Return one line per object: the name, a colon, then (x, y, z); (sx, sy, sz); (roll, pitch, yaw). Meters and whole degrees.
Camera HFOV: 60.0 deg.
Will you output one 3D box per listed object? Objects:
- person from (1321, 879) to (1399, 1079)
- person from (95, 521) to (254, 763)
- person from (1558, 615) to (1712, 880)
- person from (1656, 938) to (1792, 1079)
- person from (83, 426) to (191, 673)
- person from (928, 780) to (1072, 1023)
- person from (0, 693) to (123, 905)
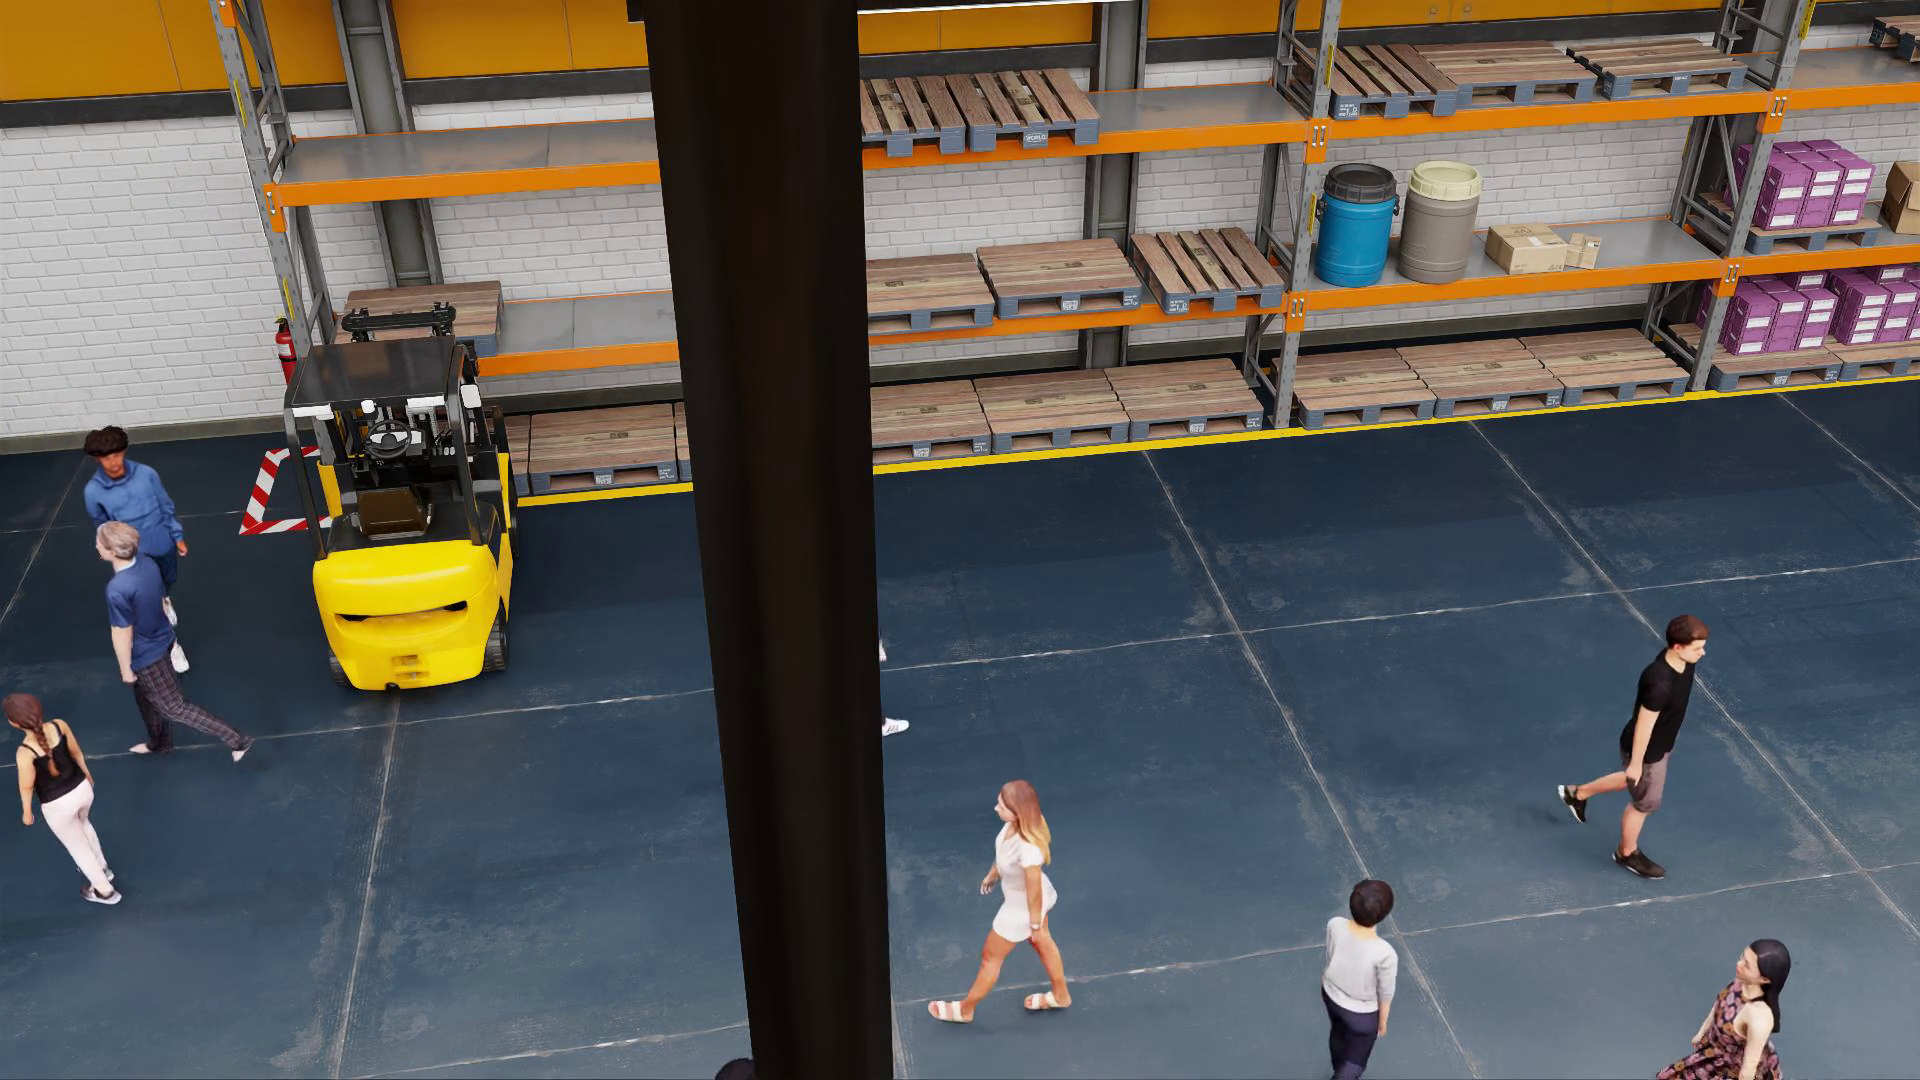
person: (1.913, 2.341, 8.310); (1.008, 1.535, 0.865); (-28, 42, -35)
person: (-5.019, 0.708, 10.495); (1.177, 1.837, 0.796); (0, 34, 0)
person: (3.997, 1.150, 9.822); (1.082, 1.844, 1.032); (23, 40, 30)
person: (3.704, 2.536, 7.844); (1.239, 1.726, 0.982); (11, 35, 16)
person: (-5.732, -0.026, 11.643); (1.180, 1.788, 1.116); (-26, 41, -33)
person: (0.423, 1.925, 8.828); (1.054, 1.655, 0.682); (0, 34, 0)
person: (-5.093, 1.500, 9.557); (0.757, 1.557, 0.690); (12, 35, 17)
